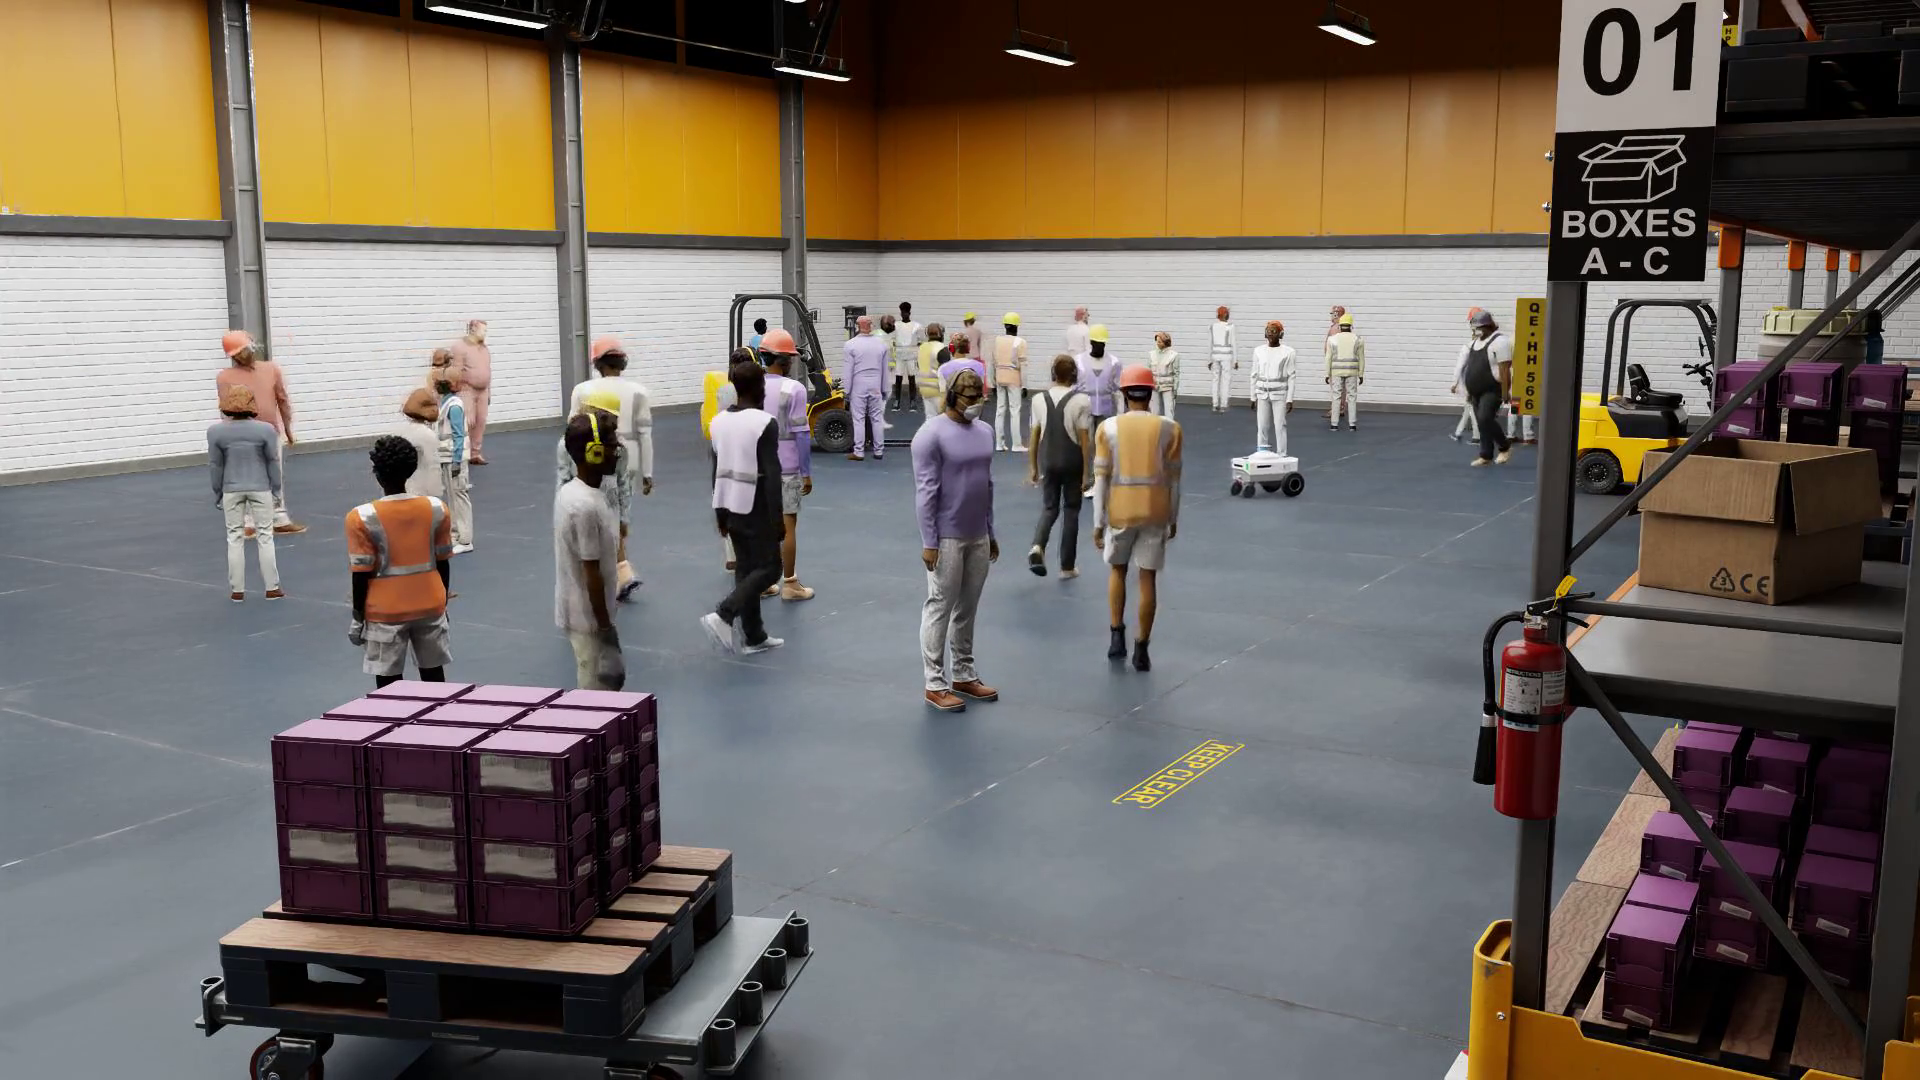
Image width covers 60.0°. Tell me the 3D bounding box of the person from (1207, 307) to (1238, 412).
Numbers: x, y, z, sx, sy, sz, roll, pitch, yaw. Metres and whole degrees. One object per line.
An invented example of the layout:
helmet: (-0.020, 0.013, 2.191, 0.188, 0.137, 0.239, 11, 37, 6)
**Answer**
person: (4.670, -3.203, 29.591, 0.589, 1.869, 0.407, 7, 11, 36)

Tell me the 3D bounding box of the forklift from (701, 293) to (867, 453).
forklift: (-2.458, -2.344, 23.176, 2.313, 2.155, 1.214, 0, 9, -2)

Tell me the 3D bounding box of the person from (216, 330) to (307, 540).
person: (-6.447, -0.970, 15.420, 0.381, 1.946, 0.786, 9, 13, 44)

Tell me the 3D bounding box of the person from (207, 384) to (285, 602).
person: (-5.337, -0.347, 12.453, 0.497, 1.633, 0.285, -2, 9, -15)

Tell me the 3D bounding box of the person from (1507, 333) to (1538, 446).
person: (8.129, -2.320, 23.866, 0.370, 1.930, 0.625, -5, 10, -26)

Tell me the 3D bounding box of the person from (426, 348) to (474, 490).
person: (-5.818, -1.367, 18.855, 0.627, 1.614, 0.516, -8, 12, -41)

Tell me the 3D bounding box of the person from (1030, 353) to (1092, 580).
person: (0.786, -0.564, 13.217, 0.511, 1.826, 0.536, 4, 10, 26)

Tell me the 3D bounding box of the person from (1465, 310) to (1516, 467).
person: (6.656, -1.929, 21.061, 0.545, 2.000, 0.716, -2, 9, -14)

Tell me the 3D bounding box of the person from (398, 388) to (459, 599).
person: (-4.062, -0.320, 12.365, 0.517, 1.614, 0.542, 9, 12, 43)

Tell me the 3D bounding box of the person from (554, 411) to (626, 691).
person: (-1.578, 0.379, 7.208, 0.344, 1.863, 0.576, -3, 10, -19)

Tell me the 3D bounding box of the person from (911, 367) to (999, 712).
person: (-0.004, -0.012, 9.432, 0.373, 1.935, 0.628, 7, 12, 39)

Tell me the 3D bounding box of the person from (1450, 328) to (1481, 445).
person: (7.348, -2.270, 23.985, 0.591, 1.779, 0.788, -5, 10, -30)

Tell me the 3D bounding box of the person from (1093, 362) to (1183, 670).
person: (1.112, -0.154, 10.416, 0.554, 1.906, 0.577, 1, 9, 6)

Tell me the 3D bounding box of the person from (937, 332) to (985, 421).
person: (0.010, -1.224, 17.265, 0.563, 1.846, 0.390, -6, 11, -34)

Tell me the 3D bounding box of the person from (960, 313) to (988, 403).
person: (0.216, -3.475, 31.728, 0.534, 1.718, 0.925, -7, 11, -35)

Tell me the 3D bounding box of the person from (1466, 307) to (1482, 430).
person: (8.117, -2.687, 26.143, 0.382, 1.926, 0.549, 2, 9, 14)

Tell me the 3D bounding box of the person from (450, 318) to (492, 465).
person: (-6.288, -1.903, 21.388, 0.505, 1.882, 0.676, 5, 11, 31)

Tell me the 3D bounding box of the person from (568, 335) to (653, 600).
person: (-2.643, -0.552, 12.674, 0.682, 1.995, 1.019, -5, 10, -26)

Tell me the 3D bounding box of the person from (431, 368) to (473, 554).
person: (-4.458, -0.694, 14.610, 0.313, 1.637, 0.513, -5, 10, -27)

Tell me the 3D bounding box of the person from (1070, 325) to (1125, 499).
person: (1.507, -1.396, 18.192, 0.609, 1.889, 0.848, -1, 9, -8)

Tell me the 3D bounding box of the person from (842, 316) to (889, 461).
person: (-1.257, -1.995, 21.899, 0.652, 1.904, 0.402, -5, 10, -28)

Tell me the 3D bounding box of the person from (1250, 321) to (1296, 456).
person: (3.814, -1.738, 20.354, 0.580, 1.884, 0.352, 6, 11, 34)

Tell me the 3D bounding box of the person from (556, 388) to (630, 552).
person: (-2.424, -0.153, 10.994, 0.508, 1.705, 0.445, -5, 10, -27)

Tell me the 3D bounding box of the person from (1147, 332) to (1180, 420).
person: (2.860, -2.121, 23.513, 0.513, 1.639, 0.311, 6, 11, 33)

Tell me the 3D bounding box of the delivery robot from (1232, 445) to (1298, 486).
delivery robot: (3.365, -0.804, 18.355, 0.707, 0.478, 0.477, -3, 9, -23)

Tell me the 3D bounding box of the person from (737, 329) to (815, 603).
person: (-1.362, -0.553, 12.467, 0.615, 2.040, 0.382, 5, 10, 28)

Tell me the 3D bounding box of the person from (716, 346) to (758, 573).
person: (-1.755, -0.652, 13.622, 0.532, 1.869, 0.311, 5, 10, 28)

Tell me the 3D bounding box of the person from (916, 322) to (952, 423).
person: (-0.306, -1.899, 21.531, 0.438, 1.828, 0.653, -6, 11, -35)

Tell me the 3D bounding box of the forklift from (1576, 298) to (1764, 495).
forklift: (7.954, -1.589, 18.462, 2.313, 2.155, 1.214, 5, 11, 30)

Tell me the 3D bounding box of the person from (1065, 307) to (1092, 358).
person: (2.054, -2.892, 27.514, 0.508, 1.892, 0.672, -6, 11, -33)

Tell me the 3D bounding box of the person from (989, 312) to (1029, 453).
person: (0.681, -2.166, 22.890, 0.589, 1.927, 0.387, 6, 11, 33)

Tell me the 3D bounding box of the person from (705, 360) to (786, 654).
person: (-1.381, -0.188, 10.613, 0.613, 1.906, 0.597, 9, 13, 43)

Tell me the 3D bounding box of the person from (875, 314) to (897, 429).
person: (-1.267, -2.660, 26.342, 0.524, 1.817, 0.646, 0, 9, 2)

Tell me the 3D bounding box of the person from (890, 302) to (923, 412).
person: (-0.963, -3.246, 29.537, 0.607, 1.959, 0.393, 1, 9, 6)

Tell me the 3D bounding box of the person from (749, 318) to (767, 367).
person: (-3.379, -2.914, 28.282, 0.318, 1.697, 0.535, -8, 12, -41)

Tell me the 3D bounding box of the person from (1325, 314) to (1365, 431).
person: (5.987, -2.599, 25.898, 0.600, 1.827, 0.404, 1, 9, 9)

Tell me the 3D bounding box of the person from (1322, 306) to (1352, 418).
person: (6.428, -3.043, 28.431, 0.409, 1.907, 0.651, 6, 11, 31)

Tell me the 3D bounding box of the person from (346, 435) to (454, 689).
person: (-2.651, 0.350, 7.909, 0.319, 1.697, 0.533, 9, 12, 43)
